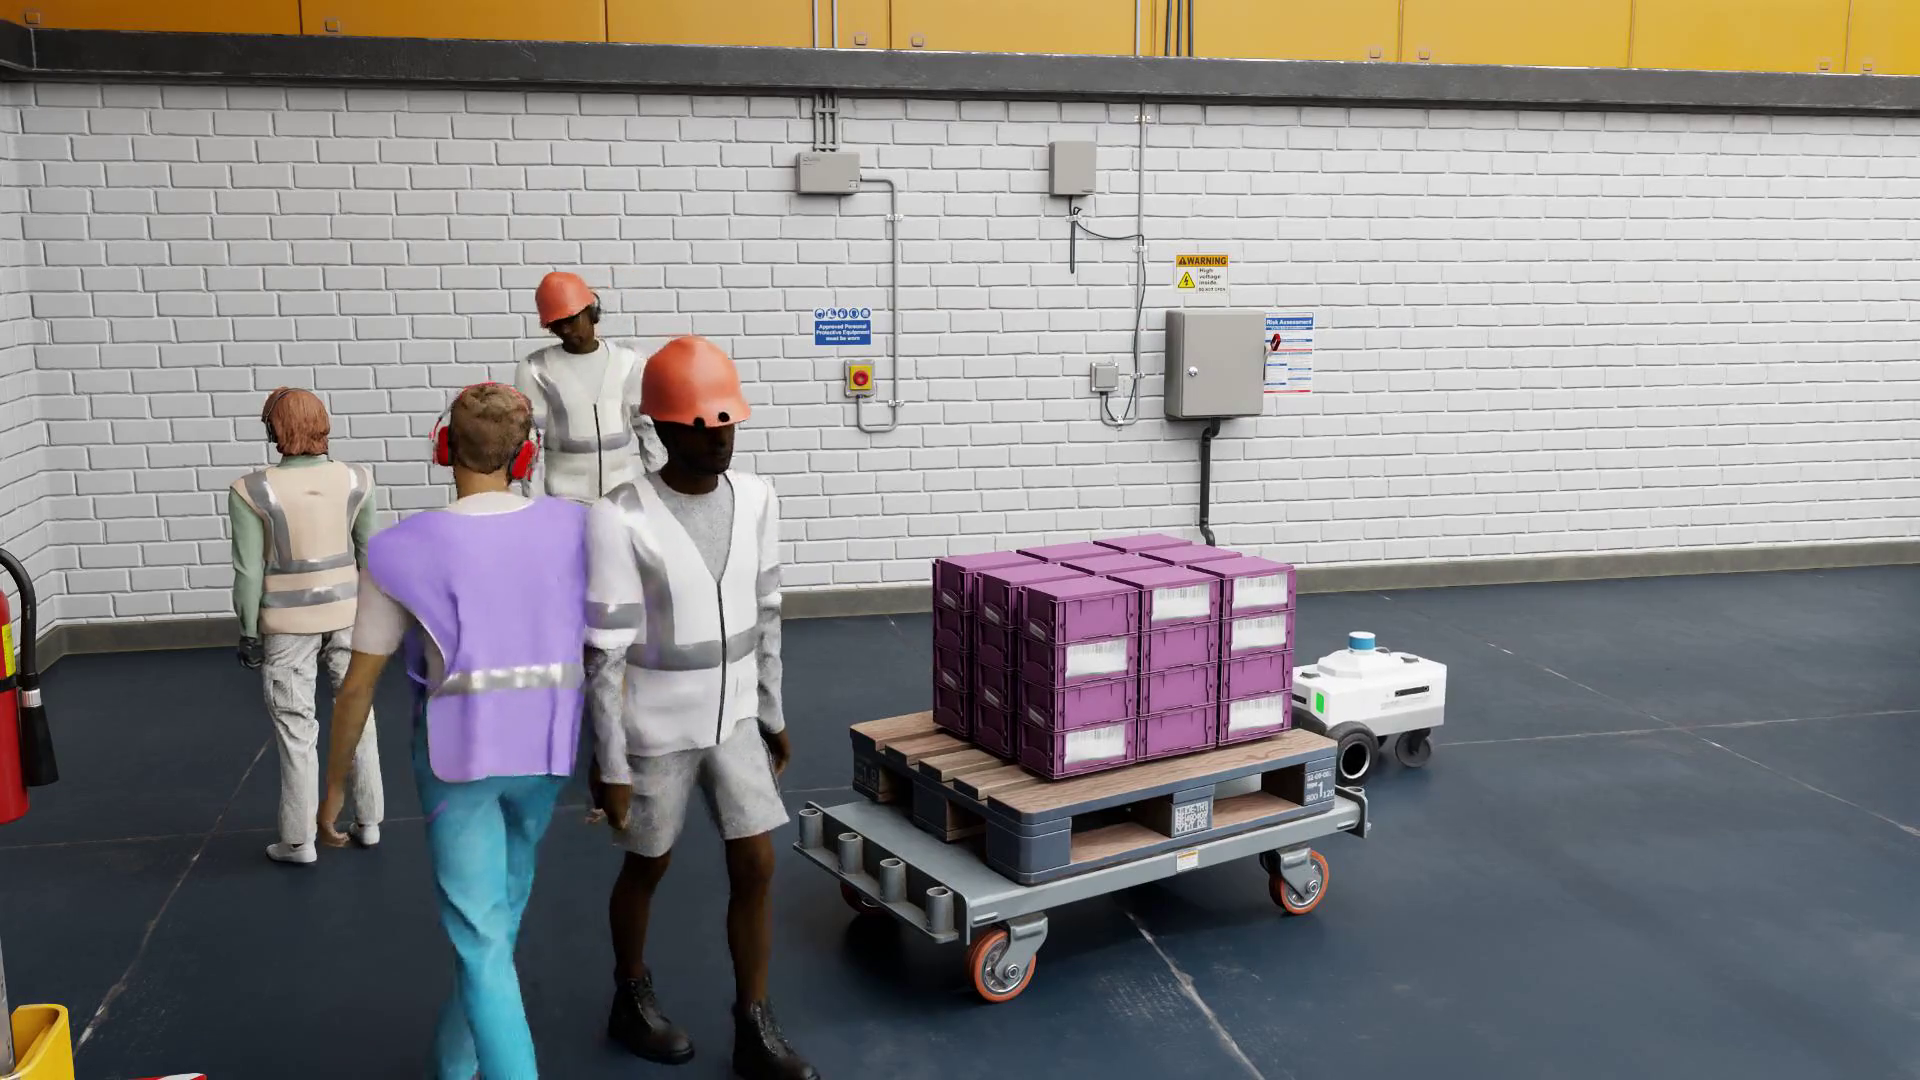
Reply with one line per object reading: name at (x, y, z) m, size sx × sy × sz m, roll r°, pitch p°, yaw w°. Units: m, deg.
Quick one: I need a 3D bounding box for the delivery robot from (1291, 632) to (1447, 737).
delivery robot at (1.610, 0.613, 6.692) m, size 0.707 × 0.478 × 0.477 m, roll -5°, pitch 11°, yaw -28°

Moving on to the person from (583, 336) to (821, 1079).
person at (-0.664, 0.451, 4.105) m, size 0.588 × 1.897 × 0.804 m, roll -9°, pitch 14°, yaw -42°

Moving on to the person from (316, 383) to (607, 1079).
person at (-1.092, 0.558, 3.834) m, size 0.696 × 1.802 × 0.794 m, roll -8°, pitch 13°, yaw -39°

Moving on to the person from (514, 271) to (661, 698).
person at (-1.689, -0.224, 7.623) m, size 0.683 × 1.994 × 0.530 m, roll -6°, pitch 12°, yaw -31°

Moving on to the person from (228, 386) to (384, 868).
person at (-2.214, 0.298, 5.689) m, size 0.516 × 1.641 × 0.308 m, roll -10°, pitch 14°, yaw -44°
